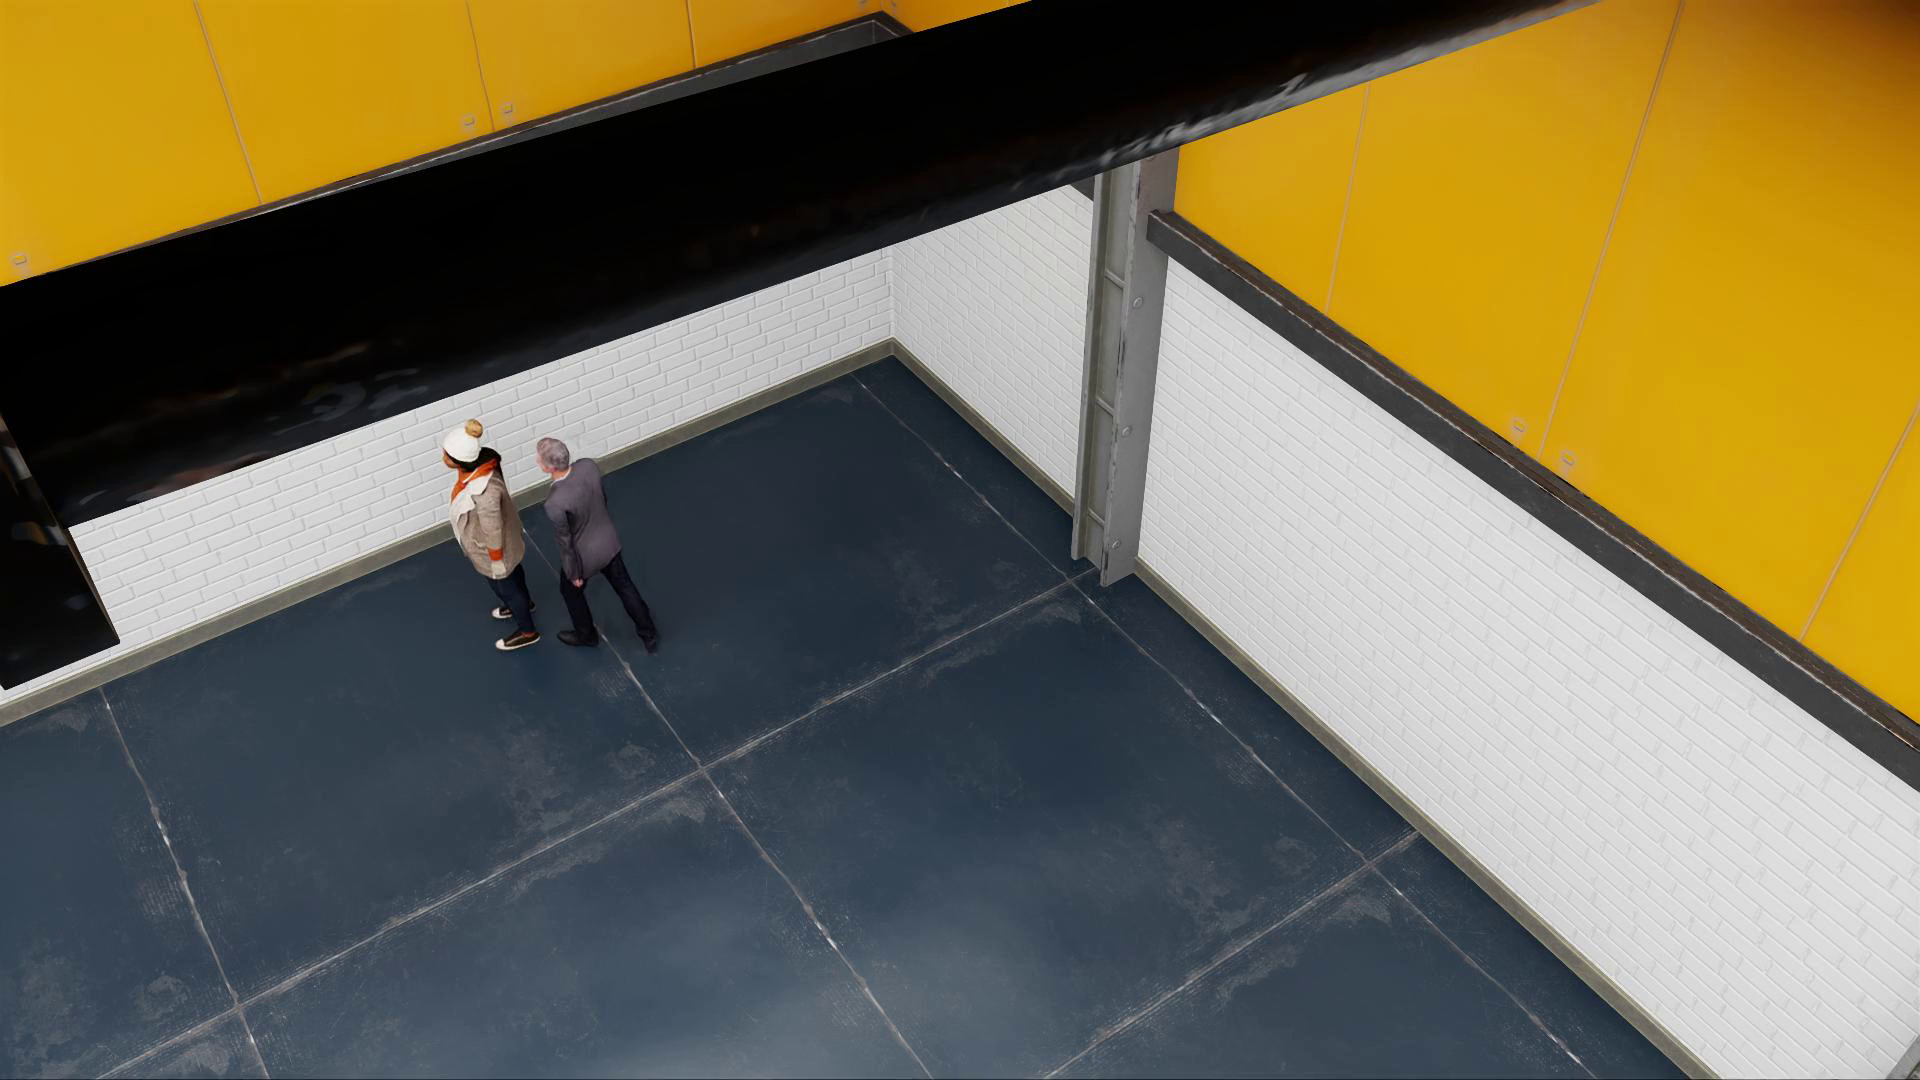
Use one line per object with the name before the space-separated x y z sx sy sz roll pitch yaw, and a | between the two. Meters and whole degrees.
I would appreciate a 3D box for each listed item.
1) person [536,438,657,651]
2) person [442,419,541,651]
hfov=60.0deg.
person | -2.384 0.065 10.924 1.059 1.796 0.958 23 48 22
person | -3.068 -0.067 10.993 0.827 1.892 0.707 -13 45 -13
